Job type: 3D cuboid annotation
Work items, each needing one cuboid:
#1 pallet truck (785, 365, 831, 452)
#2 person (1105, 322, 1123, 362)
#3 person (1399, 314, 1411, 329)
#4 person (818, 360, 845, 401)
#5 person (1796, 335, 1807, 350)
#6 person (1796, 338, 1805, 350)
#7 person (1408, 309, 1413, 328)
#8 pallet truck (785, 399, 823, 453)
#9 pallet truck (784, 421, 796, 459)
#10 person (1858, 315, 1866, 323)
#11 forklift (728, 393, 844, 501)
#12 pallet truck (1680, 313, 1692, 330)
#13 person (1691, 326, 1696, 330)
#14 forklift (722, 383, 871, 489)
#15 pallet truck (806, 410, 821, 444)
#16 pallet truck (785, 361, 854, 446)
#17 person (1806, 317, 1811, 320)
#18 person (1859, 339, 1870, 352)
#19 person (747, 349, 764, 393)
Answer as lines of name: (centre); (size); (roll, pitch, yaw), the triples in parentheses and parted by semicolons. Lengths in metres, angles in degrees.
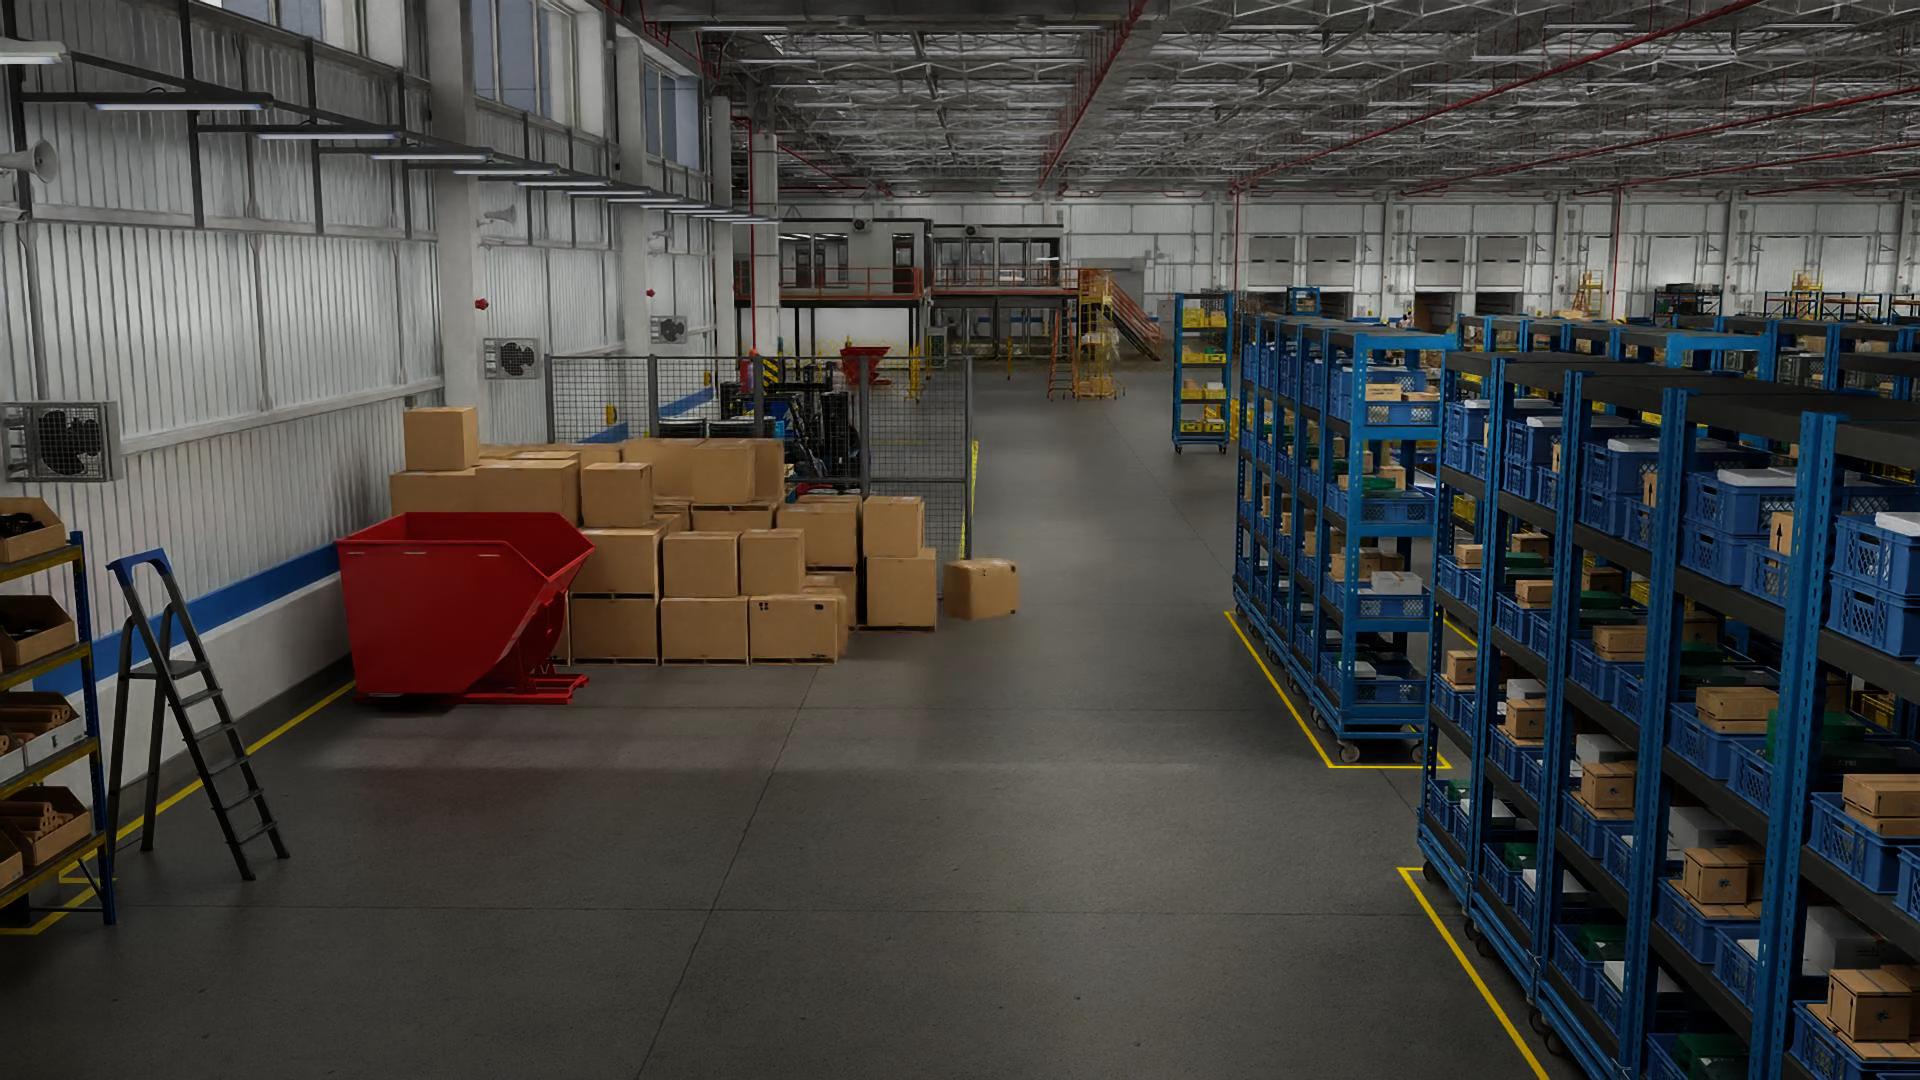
pallet truck: (-3.774, -2.976, 37.635); (1.885, 1.965, 0.823); (1, 9, 5)
person: (6.881, -8.862, 74.494); (1.009, 1.826, 0.629); (-5, 10, -27)
person: (23.136, -10.829, 86.559); (0.633, 1.841, 0.429); (3, 10, 20)
person: (-3.261, -3.572, 41.758); (0.642, 1.856, 0.965); (-6, 11, -32)
person: (30.741, -6.687, 60.923); (0.328, 1.872, 0.511); (-2, 9, -11)
person: (29.631, -6.246, 58.645); (0.904, 1.721, 0.526); (1, 9, 4)
person: (25.597, -12.177, 94.648); (0.399, 1.918, 0.587); (6, 11, 31)
pallet truck: (-3.814, -2.432, 36.419); (1.630, 1.274, 0.653); (0, 9, 1)
pallet truck: (-4.013, -1.793, 32.705); (1.601, 1.201, 0.680); (0, 9, 1)
person: (49.024, -11.372, 90.375); (0.621, 1.672, 0.558); (-6, 11, -32)
forklift: (-2.979, -1.316, 26.476); (2.680, 1.987, 1.157); (0, 9, 1)
pallet truck: (36.315, -10.531, 84.244); (0.823, 1.965, 1.885); (-6, 11, -33)
person: (33.274, -9.016, 75.405); (0.536, 1.834, 0.537); (5, 10, 27)
forklift: (-2.893, -1.687, 28.729); (2.680, 1.987, 1.157); (0, 9, -1)
pallet truck: (-3.559, -2.018, 33.905); (1.522, 1.261, 0.704); (0, 9, -1)
pallet truck: (-3.410, -3.193, 38.978); (1.885, 1.965, 0.823); (0, 9, -1)
person: (40.520, -9.724, 79.664); (0.593, 1.876, 1.005); (6, 11, 31)
person: (31.978, -6.348, 58.669); (0.798, 1.929, 0.633); (3, 10, 16)
person: (-5.445, -4.041, 44.120); (0.410, 2.035, 0.601); (6, 11, 31)
